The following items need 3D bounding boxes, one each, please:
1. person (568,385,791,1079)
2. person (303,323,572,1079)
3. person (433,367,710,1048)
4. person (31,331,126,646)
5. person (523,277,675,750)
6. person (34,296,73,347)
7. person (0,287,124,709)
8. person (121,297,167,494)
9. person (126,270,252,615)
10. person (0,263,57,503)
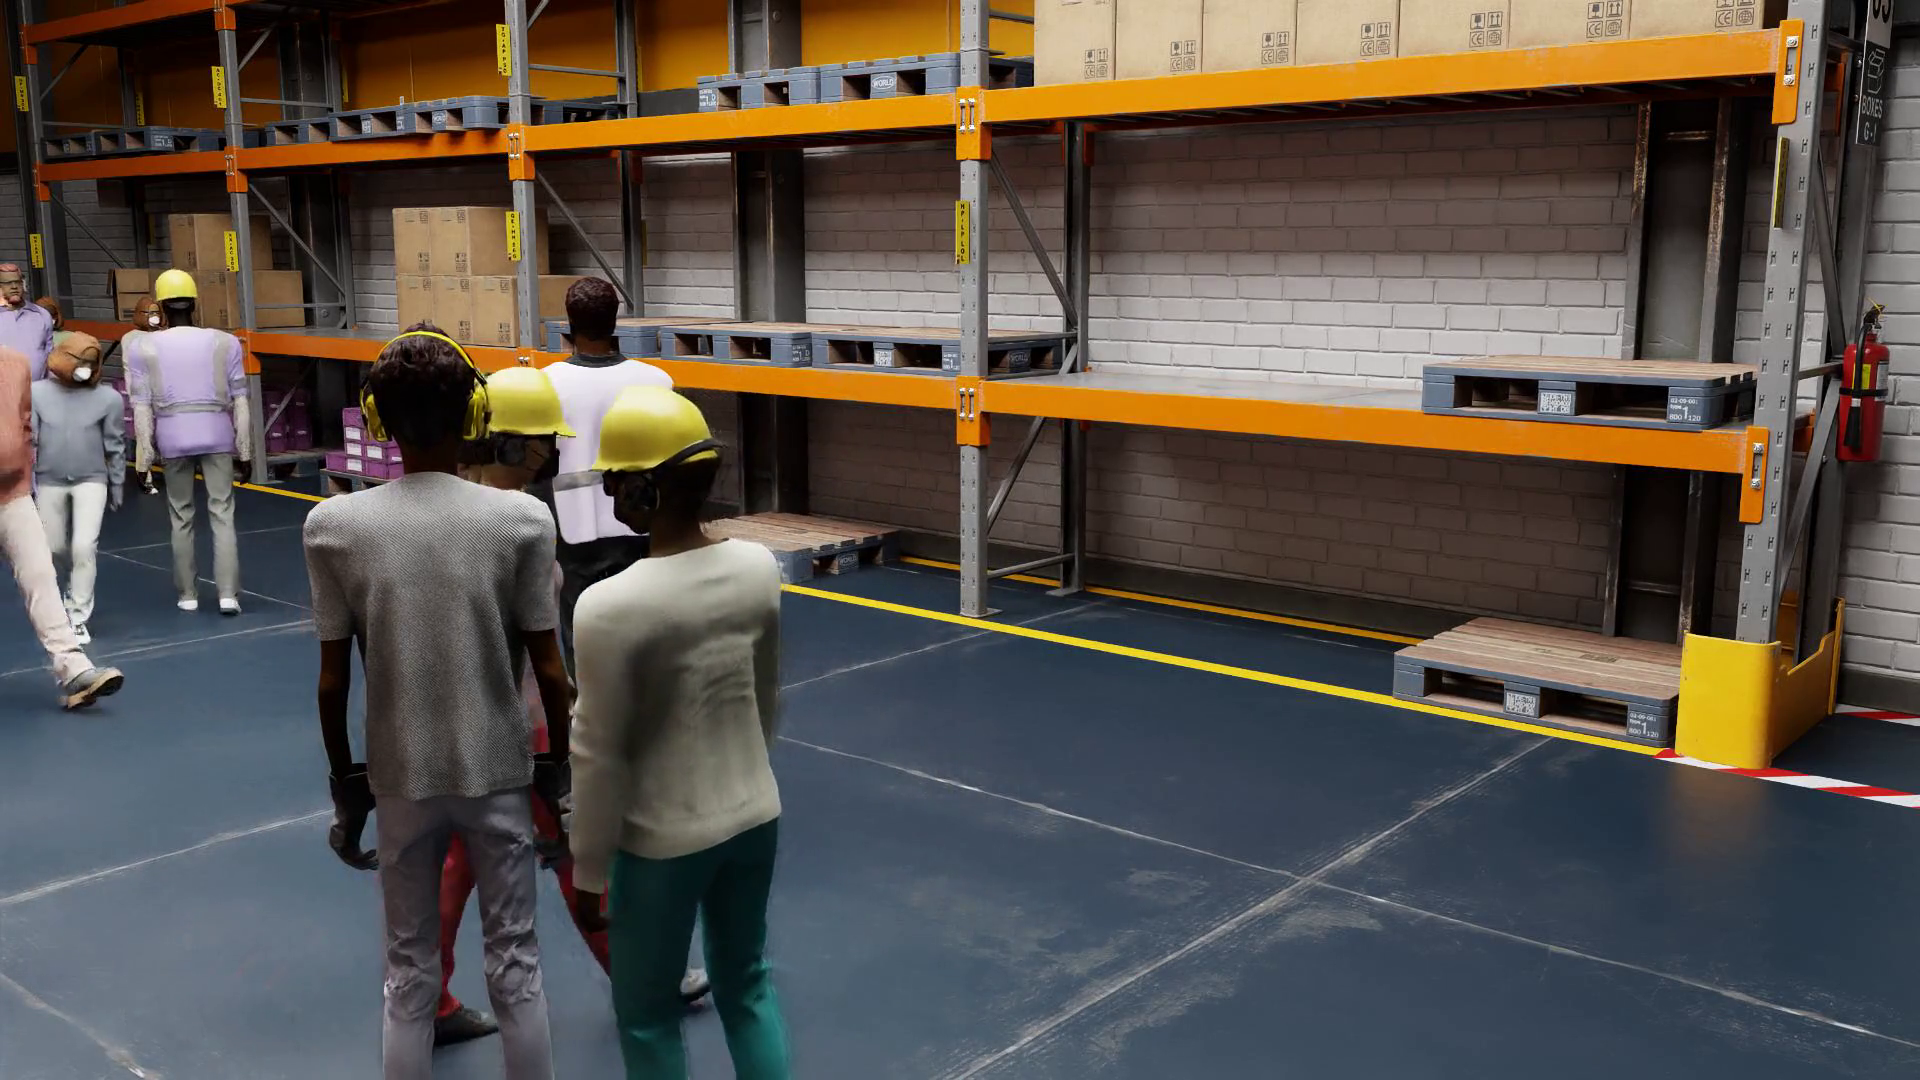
[{"bbox_3d":[-0.546,0.575,3.297,0.359,1.761,0.543,8,13,37],"label":"person"},{"bbox_3d":[-1.033,0.501,3.400,0.511,1.877,0.328,-2,10,-8],"label":"person"},{"bbox_3d":[-1.073,0.428,4.221,0.797,1.731,0.528,-6,12,-32],"label":"person"},{"bbox_3d":[-4.624,-0.294,8.680,0.544,1.602,0.681,-4,11,-22],"label":"person"},{"bbox_3d":[-1.313,-0.001,6.137,0.597,1.916,0.370,-6,11,-30],"label":"person"},{"bbox_3d":[-7.428,-1.170,13.600,0.278,1.633,0.497,8,13,39],"label":"person"},{"bbox_3d":[-4.171,-0.200,7.181,1.038,1.938,0.651,4,11,22],"label":"person"},{"bbox_3d":[-6.662,-1.194,13.764,0.282,1.625,0.493,6,11,30],"label":"person"},{"bbox_3d":[-4.224,-0.509,9.163,0.593,1.925,0.727,-5,11,-25],"label":"person"},{"bbox_3d":[-6.957,-1.077,12.292,0.406,1.911,0.639,8,13,37],"label":"person"}]
